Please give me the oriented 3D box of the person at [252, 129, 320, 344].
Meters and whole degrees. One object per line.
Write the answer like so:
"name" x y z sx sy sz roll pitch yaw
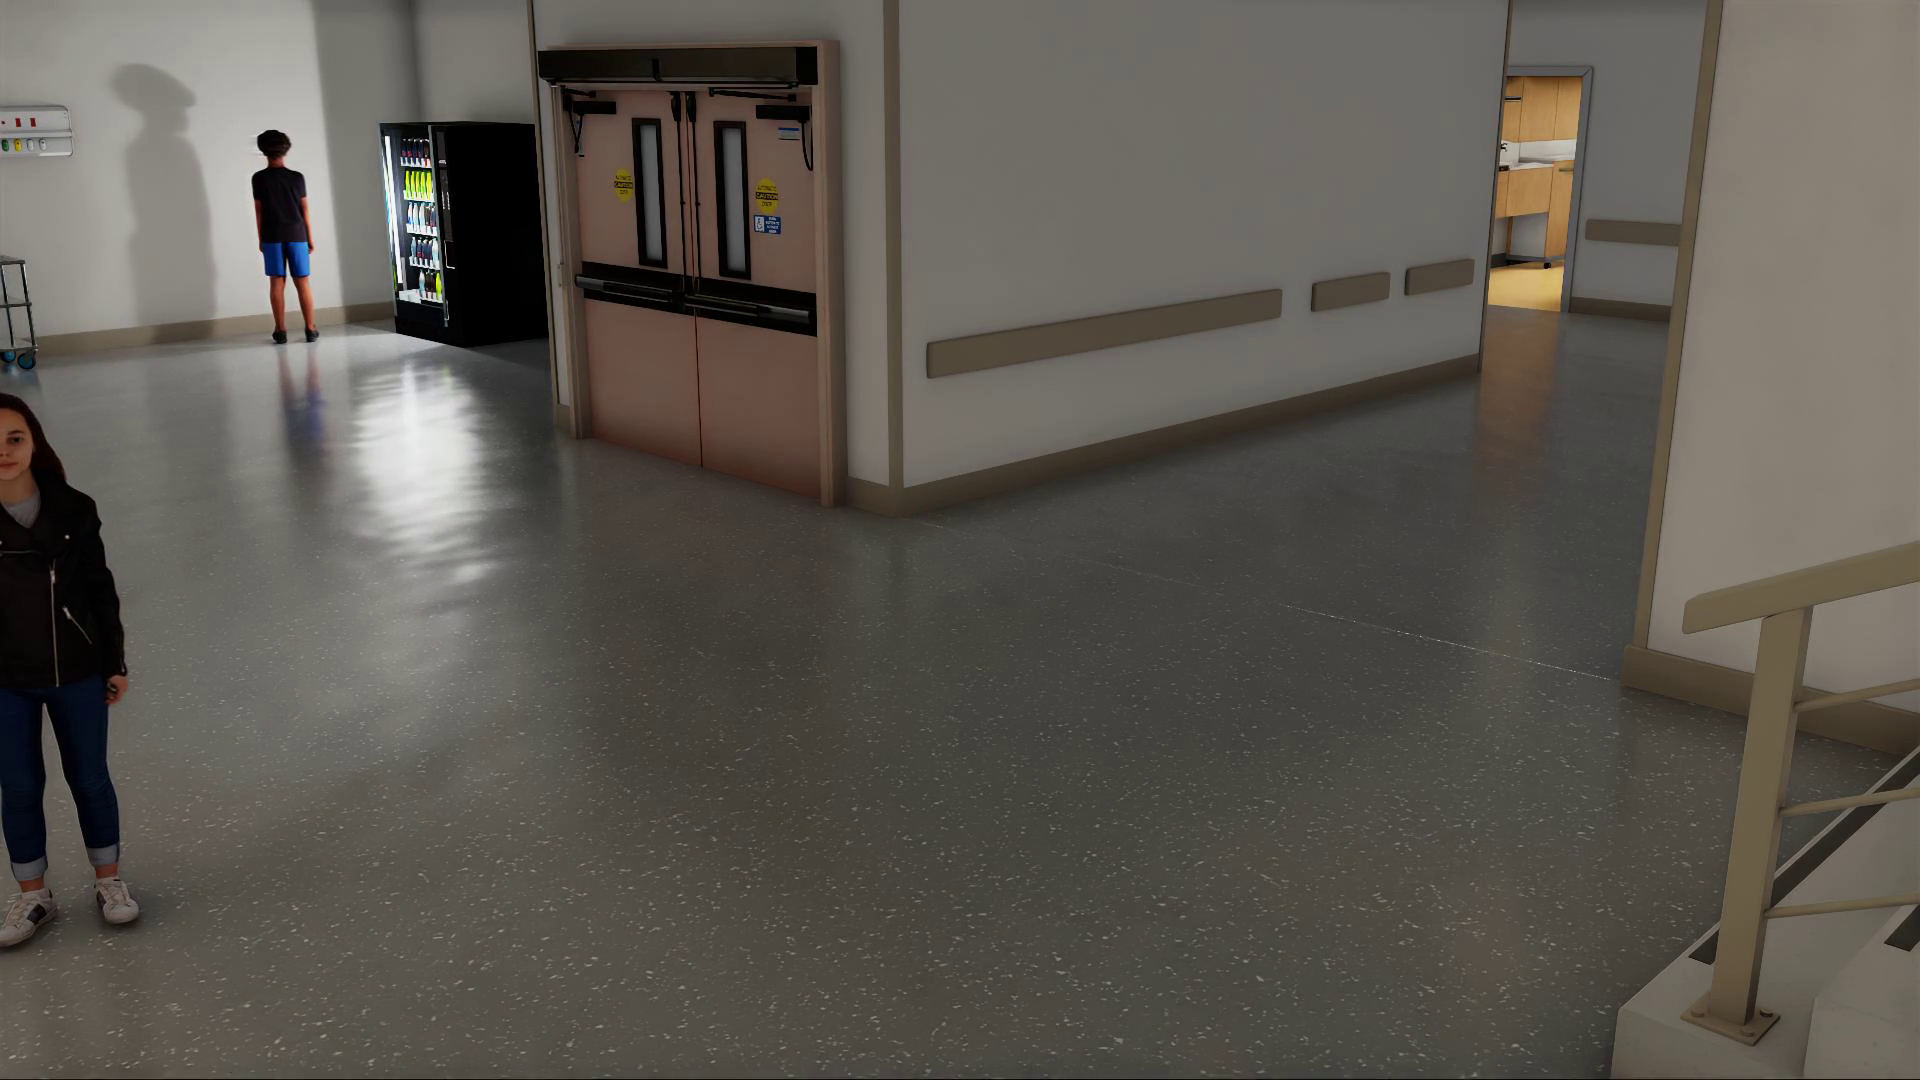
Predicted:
"person" -5.786 -2.597 14.243 0.674 1.792 0.676 -6 17 -20

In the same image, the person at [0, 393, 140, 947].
"person" -2.445 0.333 4.419 0.625 1.483 0.601 -8 18 -26
